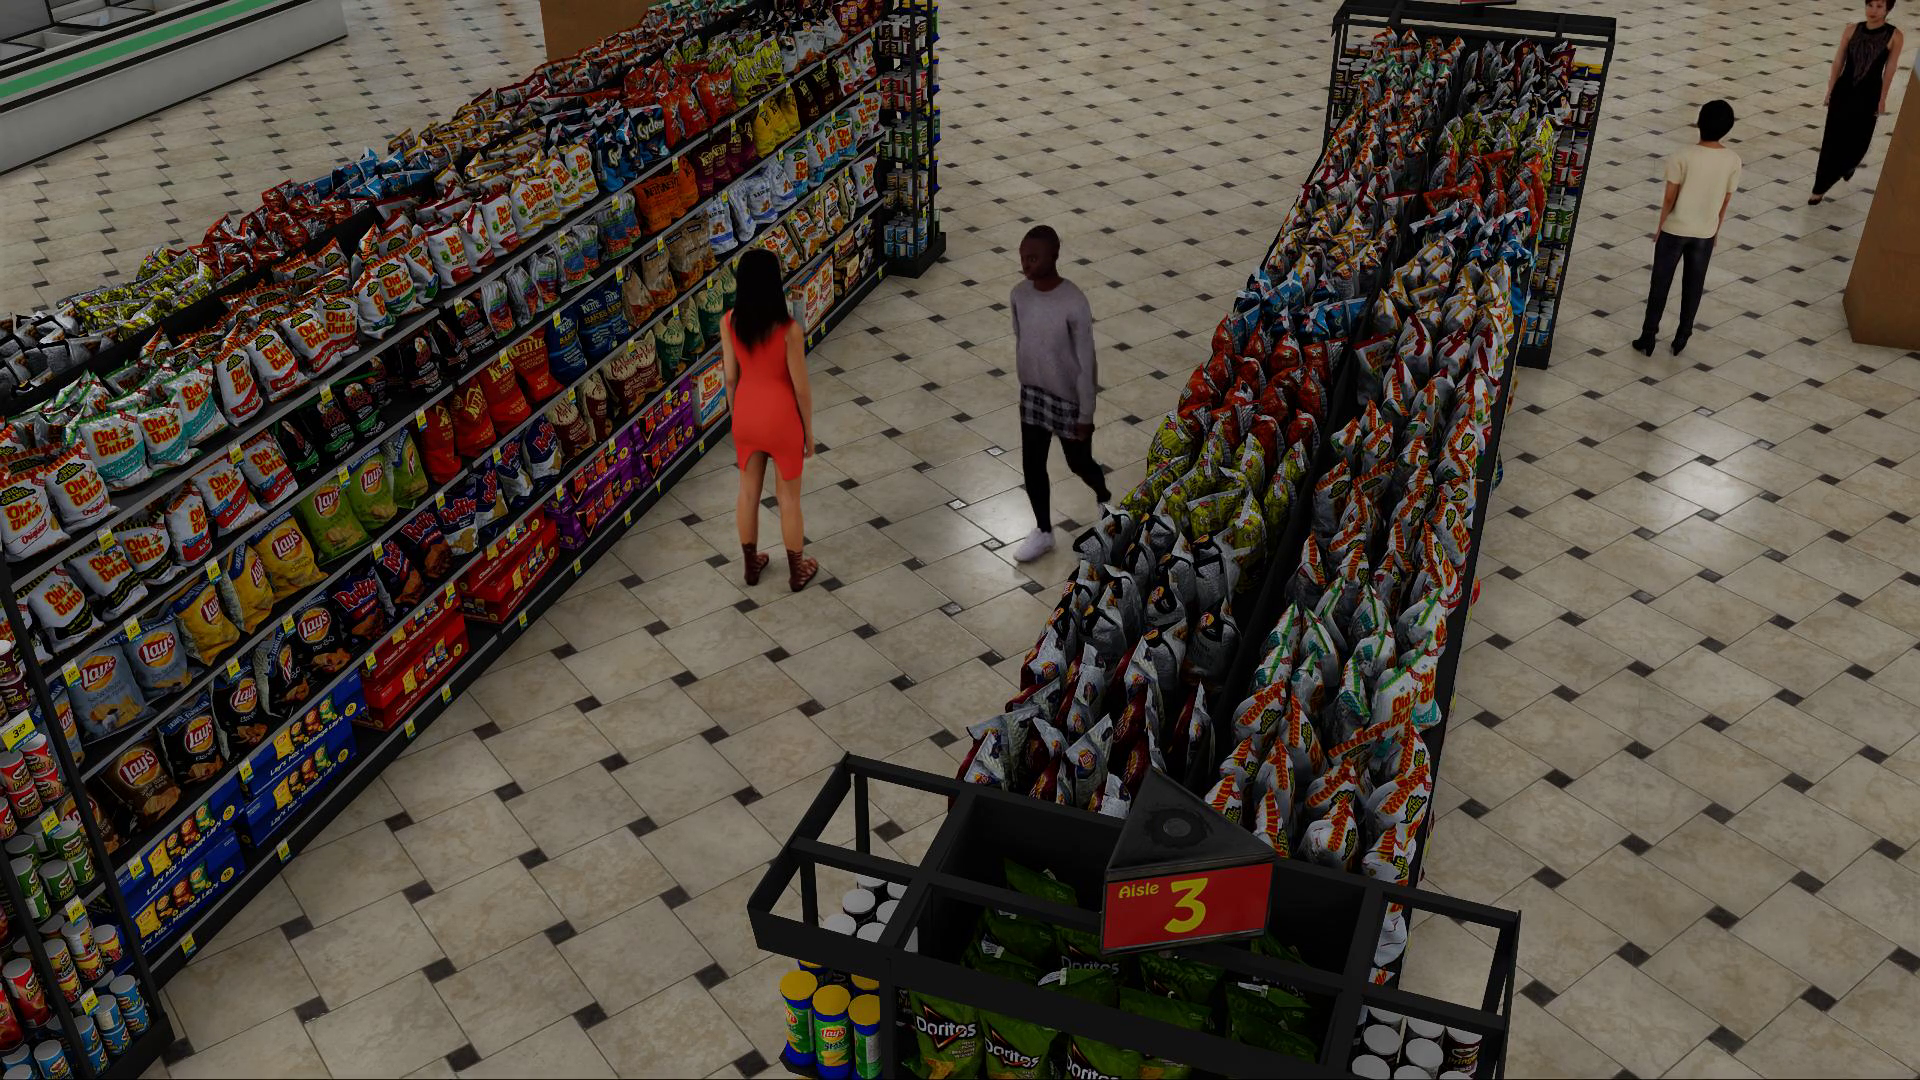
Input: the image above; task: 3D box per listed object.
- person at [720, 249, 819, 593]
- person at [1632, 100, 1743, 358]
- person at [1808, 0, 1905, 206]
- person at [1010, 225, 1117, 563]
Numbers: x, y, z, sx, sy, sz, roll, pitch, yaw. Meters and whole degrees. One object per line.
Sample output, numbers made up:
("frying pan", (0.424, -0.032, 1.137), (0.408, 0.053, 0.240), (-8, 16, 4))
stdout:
("person", (-0.898, -0.537, 7.768), (0.578, 1.716, 0.515), (9, 33, 14))
("person", (4.386, -1.859, 10.015), (0.638, 1.587, 0.564), (3, 32, 4))
("person", (6.654, -3.278, 12.296), (0.735, 1.587, 0.902), (22, 38, 31))
("person", (0.518, -0.709, 8.023), (0.793, 1.740, 0.980), (20, 37, 29))
